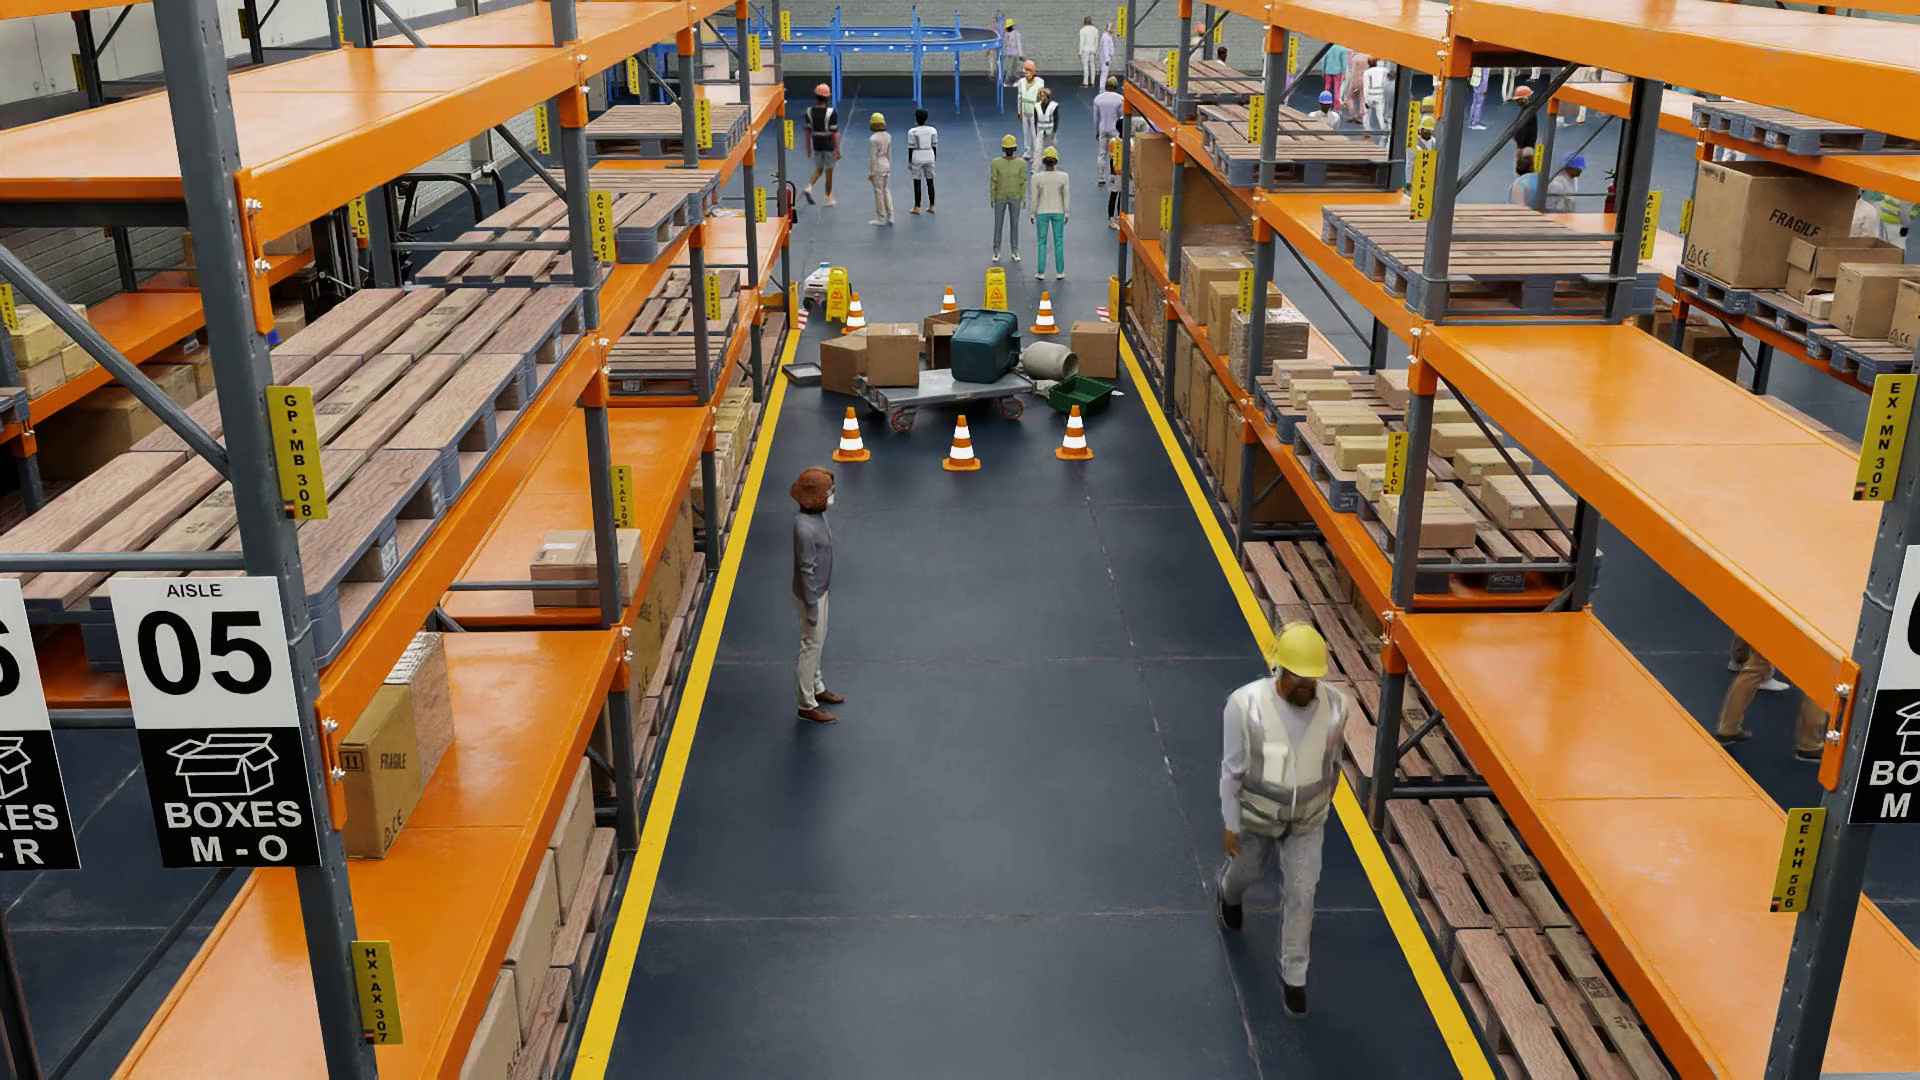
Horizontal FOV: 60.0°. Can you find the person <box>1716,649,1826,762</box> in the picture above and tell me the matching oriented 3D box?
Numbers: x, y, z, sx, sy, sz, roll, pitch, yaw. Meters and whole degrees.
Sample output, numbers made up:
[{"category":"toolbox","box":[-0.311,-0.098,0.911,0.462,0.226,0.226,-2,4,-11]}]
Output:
[{"category":"person","box":[4.870,0.478,9.566,0.664,1.699,0.577,-4,21,-12]}]

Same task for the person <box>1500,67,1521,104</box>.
[{"category":"person","box":[14.181,-12.181,42.837,0.536,1.833,0.863,7,22,18]}]

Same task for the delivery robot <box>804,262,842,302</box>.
[{"category":"delivery robot","box":[-1.691,-3.231,20.831,0.477,0.478,0.707,5,21,13]}]

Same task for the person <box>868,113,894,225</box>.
[{"category":"person","box":[-1.281,-5.850,26.235,0.315,1.743,0.490,13,24,30]}]

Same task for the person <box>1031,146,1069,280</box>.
[{"category":"person","box":[1.201,-4.371,22.288,0.523,1.769,0.316,-1,21,-3]}]

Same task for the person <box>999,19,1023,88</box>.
[{"category":"person","box":[1.410,-13.666,46.730,1.008,1.853,0.679,-15,25,-34]}]

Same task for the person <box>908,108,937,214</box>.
[{"category":"person","box":[-0.612,-6.188,27.199,0.537,1.693,0.319,-11,23,-26]}]

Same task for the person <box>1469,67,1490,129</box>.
[{"category":"person","box":[11.816,-10.294,37.760,0.413,1.907,0.593,-2,21,-5]}]

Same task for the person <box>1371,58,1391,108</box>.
[{"category":"person","box":[10.544,-11.817,41.773,0.390,1.911,0.591,-14,25,-33]}]

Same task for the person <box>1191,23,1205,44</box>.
[{"category":"person","box":[6.344,-12.728,44.164,0.557,1.918,0.518,-13,24,-31]}]

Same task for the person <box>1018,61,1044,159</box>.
[{"category":"person","box":[1.399,-8.581,33.205,0.550,1.923,0.389,8,22,21]}]

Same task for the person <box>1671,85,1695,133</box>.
[{"category":"person","box":[16.088,-9.902,37.092,0.532,1.620,0.363,-3,21,-7]}]

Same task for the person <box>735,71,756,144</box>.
[{"category":"person","box":[-4.545,-9.322,35.230,0.511,1.872,0.328,-17,26,-37]}]

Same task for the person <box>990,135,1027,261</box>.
[{"category":"person","box":[0.680,-4.821,23.479,0.522,1.769,0.317,-1,21,-4]}]

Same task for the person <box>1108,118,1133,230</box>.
[{"category":"person","box":[2.509,-5.716,25.942,0.318,1.697,0.535,18,27,40]}]

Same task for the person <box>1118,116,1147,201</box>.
[{"category":"person","box":[2.951,-6.687,28.461,0.493,1.732,0.324,6,22,16]}]

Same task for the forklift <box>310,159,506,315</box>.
[{"category":"forklift","box":[-5.622,-2.910,17.832,2.313,2.155,1.214,-1,21,-1]}]

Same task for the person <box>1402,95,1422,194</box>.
[{"category":"person","box":[7.541,-6.587,28.061,0.364,1.830,0.511,-14,25,-33]}]

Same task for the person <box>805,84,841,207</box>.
[{"category":"person","box":[-2.300,-6.538,27.657,0.614,2.026,0.602,11,23,27]}]

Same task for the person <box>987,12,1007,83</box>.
[{"category":"person","box":[1.050,-14.312,48.306,0.629,1.950,0.934,-4,21,-11]}]

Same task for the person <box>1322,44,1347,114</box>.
[{"category":"person","box":[9.138,-11.413,40.583,0.622,1.992,0.396,14,25,32]}]

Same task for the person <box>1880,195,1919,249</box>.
[{"category":"person","box":[12.204,-4.144,21.619,0.439,1.826,0.644,8,22,21]}]

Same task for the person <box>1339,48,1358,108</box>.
[{"category":"person","box":[9.777,-11.878,41.911,0.687,1.932,0.391,-16,26,-36]}]

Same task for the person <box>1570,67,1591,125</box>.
[{"category":"person","box":[14.458,-10.478,38.632,0.294,1.623,0.507,13,24,30]}]

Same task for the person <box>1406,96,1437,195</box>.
[{"category":"person","box":[8.055,-6.756,28.664,0.497,1.723,0.572,-10,23,-24]}]

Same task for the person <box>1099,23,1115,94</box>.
[{"category":"person","box":[3.972,-12.971,44.857,0.394,1.892,0.635,3,21,7]}]

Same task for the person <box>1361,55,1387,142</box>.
[{"category":"person","box":[8.920,-9.489,35.711,0.599,1.848,0.892,-5,21,-12]}]

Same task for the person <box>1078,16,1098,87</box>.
[{"category":"person","box":[3.598,-13.737,46.805,0.634,1.937,0.355,-14,25,-33]}]

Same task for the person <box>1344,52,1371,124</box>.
[{"category":"person","box":[9.275,-10.661,38.742,0.646,1.889,0.577,-10,23,-25]}]

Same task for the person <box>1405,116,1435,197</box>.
[{"category":"person","box":[6.947,-5.454,25.065,0.591,1.829,0.404,-13,24,-30]}]

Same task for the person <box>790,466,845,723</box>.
[{"category":"person","box":[-0.876,0.324,10.079,0.285,1.624,0.509,1,21,2]}]

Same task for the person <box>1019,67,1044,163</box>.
[{"category":"person","box":[1.410,-8.384,32.789,0.374,1.840,0.575,-19,28,-41]}]

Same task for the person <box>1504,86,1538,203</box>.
[{"category":"person","box":[9.493,-6.579,27.852,0.599,1.966,0.815,4,21,11]}]

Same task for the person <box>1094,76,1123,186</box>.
[{"category":"person","box":[2.694,-7.318,29.839,0.630,1.940,0.372,10,23,26]}]

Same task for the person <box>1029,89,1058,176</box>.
[{"category":"person","box":[1.587,-7.594,31.047,0.517,1.591,0.861,8,22,21]}]

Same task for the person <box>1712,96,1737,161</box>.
[{"category":"person","box":[15.008,-8.220,32.657,0.532,1.619,0.579,0,21,0]}]

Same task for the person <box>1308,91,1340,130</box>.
[{"category":"person","box":[5.942,-6.387,27.365,0.607,1.947,0.406,-4,21,-10]}]

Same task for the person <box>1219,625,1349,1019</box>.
[{"category":"person","box":[1.444,1.175,7.582,0.579,1.805,0.845,-1,21,-2]}]
